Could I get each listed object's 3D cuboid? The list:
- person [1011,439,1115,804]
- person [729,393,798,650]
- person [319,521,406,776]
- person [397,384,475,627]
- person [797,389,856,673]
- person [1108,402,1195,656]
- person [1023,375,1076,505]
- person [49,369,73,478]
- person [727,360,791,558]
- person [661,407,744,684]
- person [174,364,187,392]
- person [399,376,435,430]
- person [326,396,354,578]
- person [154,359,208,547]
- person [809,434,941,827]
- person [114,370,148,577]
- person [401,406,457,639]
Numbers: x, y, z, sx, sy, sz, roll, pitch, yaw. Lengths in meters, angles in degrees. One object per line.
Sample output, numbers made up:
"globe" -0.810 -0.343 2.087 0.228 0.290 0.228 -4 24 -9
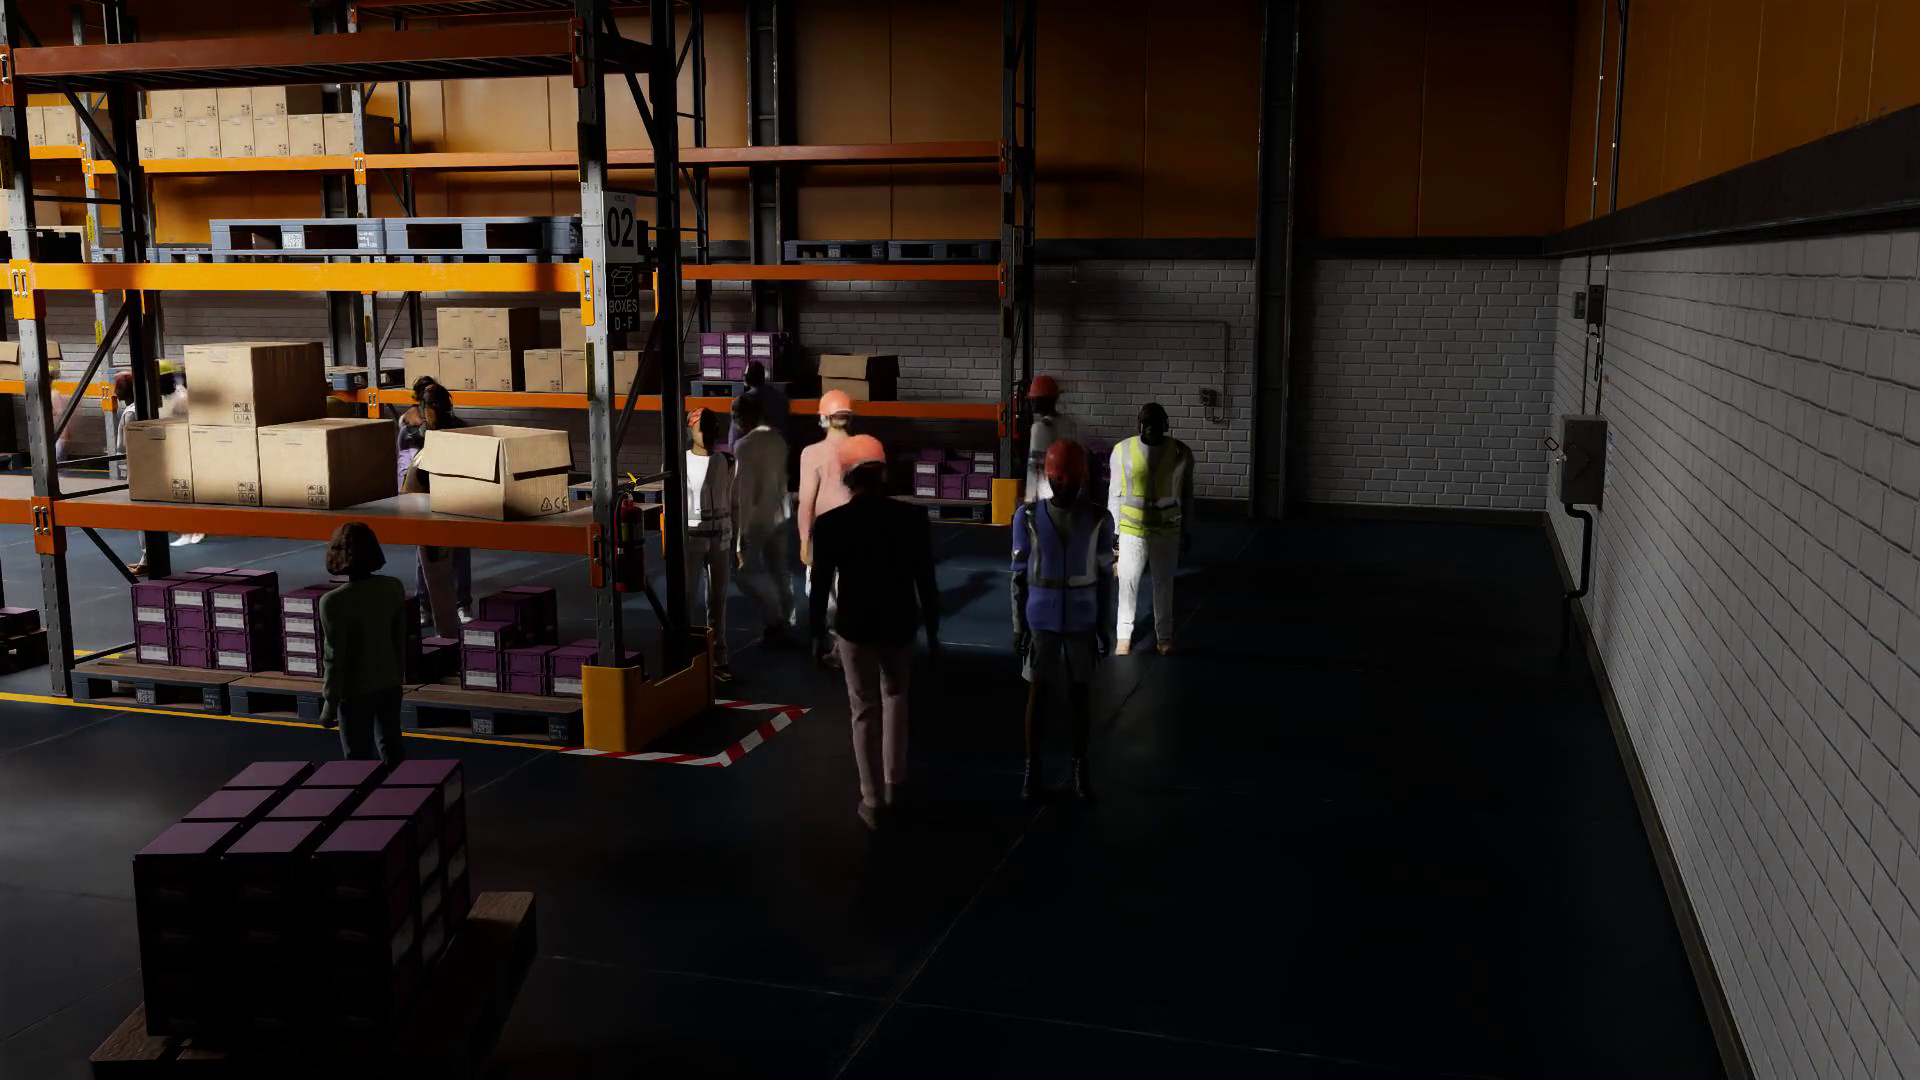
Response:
"person" 0.535 0.428 8.699 0.544 1.932 0.367 0 9 -1
"person" -1.435 -0.111 12.072 0.491 1.903 0.743 4 10 22
"person" -2.793 0.723 7.809 0.285 1.633 0.498 4 10 24
"person" -4.055 -0.268 13.019 0.645 1.907 0.400 -3 10 -16
"person" -0.814 -0.042 11.436 0.624 1.974 0.581 -6 11 -32
"person" 1.382 -0.074 12.037 0.624 1.845 0.430 0 9 3
"person" 0.742 -0.404 13.800 0.457 1.920 0.558 5 10 27
"person" -10.170 -1.100 18.692 0.459 1.716 0.609 -8 12 -41
"person" -1.998 -0.775 16.076 0.839 1.909 0.651 9 13 44
"person" -1.714 0.052 11.146 0.574 1.882 0.356 -6 11 -34
"person" -8.032 -0.962 17.506 0.436 1.824 0.631 2 10 14
"person" -4.675 -0.524 14.713 0.384 1.860 0.555 8 12 39
"person" -4.753 -0.189 12.762 0.404 1.830 0.603 -2 9 -11
"person" -7.887 -0.865 16.704 0.595 1.895 0.441 6 11 33
"person" -0.447 0.441 8.505 0.652 1.961 0.669 -2 10 -11
"person" -7.489 -0.604 15.141 0.356 1.883 0.573 -3 10 -17
"person" -3.769 -0.040 11.863 0.428 1.836 0.625 -2 10 -13
